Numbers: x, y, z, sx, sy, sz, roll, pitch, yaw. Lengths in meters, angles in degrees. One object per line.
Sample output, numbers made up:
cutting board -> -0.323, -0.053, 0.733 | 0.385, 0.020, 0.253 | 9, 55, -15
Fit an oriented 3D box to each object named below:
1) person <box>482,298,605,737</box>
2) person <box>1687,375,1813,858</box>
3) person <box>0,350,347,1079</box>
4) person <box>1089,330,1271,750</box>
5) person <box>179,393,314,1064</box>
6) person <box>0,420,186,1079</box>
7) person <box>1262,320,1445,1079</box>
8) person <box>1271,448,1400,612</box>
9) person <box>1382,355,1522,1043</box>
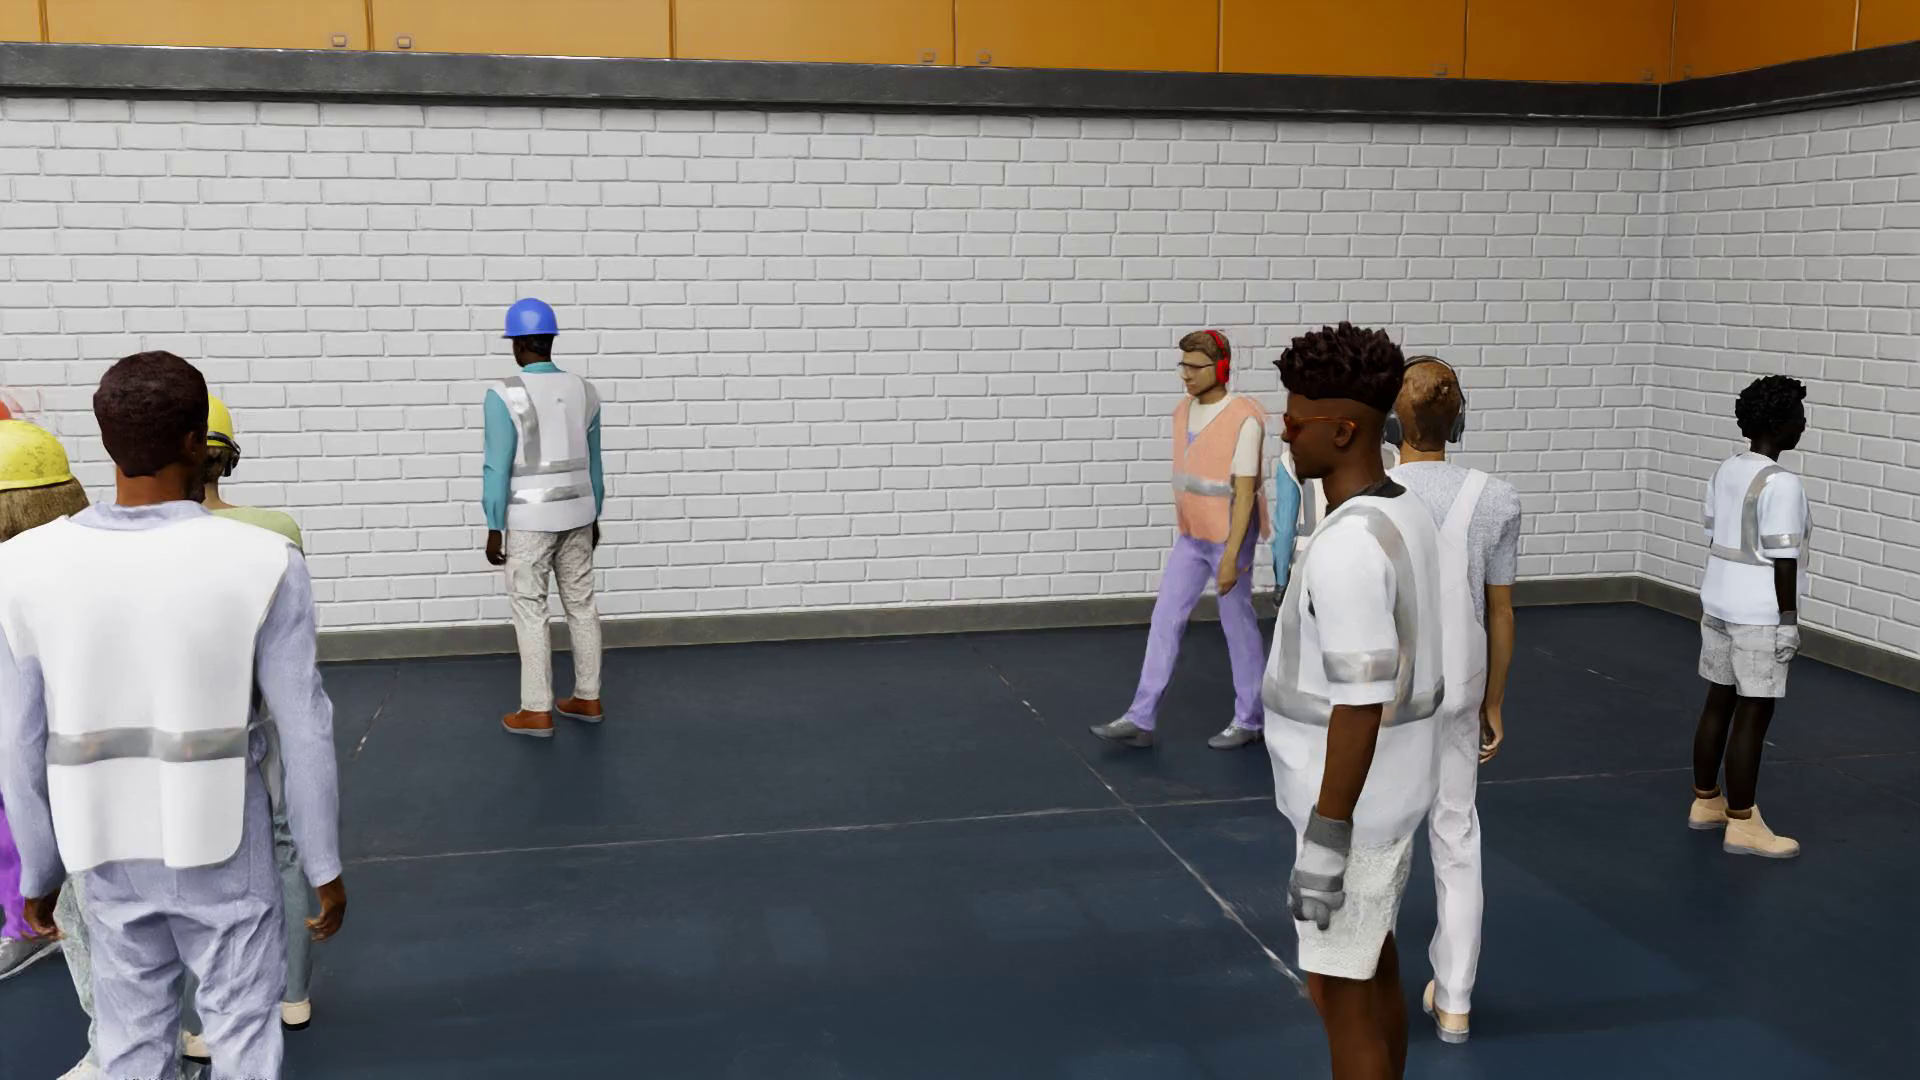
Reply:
person -> -1.860, -0.103, 7.425 | 0.424, 1.938, 0.622 | 7, 12, 37
person -> 2.825, 0.263, 5.917 | 0.315, 1.696, 0.541 | 0, 9, -1
person -> -1.505, 0.600, 3.210 | 0.602, 1.916, 0.390 | -1, 9, -3
person -> 0.966, 0.029, 7.014 | 0.875, 1.801, 0.595 | -5, 10, -26
person -> -1.966, 0.482, 4.378 | 0.310, 1.768, 0.533 | 8, 12, 41
person -> -2.112, 0.577, 3.926 | 0.496, 1.732, 0.383 | 8, 12, 41
person -> 0.810, 0.528, 3.491 | 0.368, 1.962, 0.613 | 4, 10, 24
person -> 1.487, 0.188, 6.552 | 0.522, 1.638, 0.309 | 1, 9, 8
person -> 1.200, 0.436, 4.411 | 0.508, 1.847, 0.345 | -1, 9, -4
